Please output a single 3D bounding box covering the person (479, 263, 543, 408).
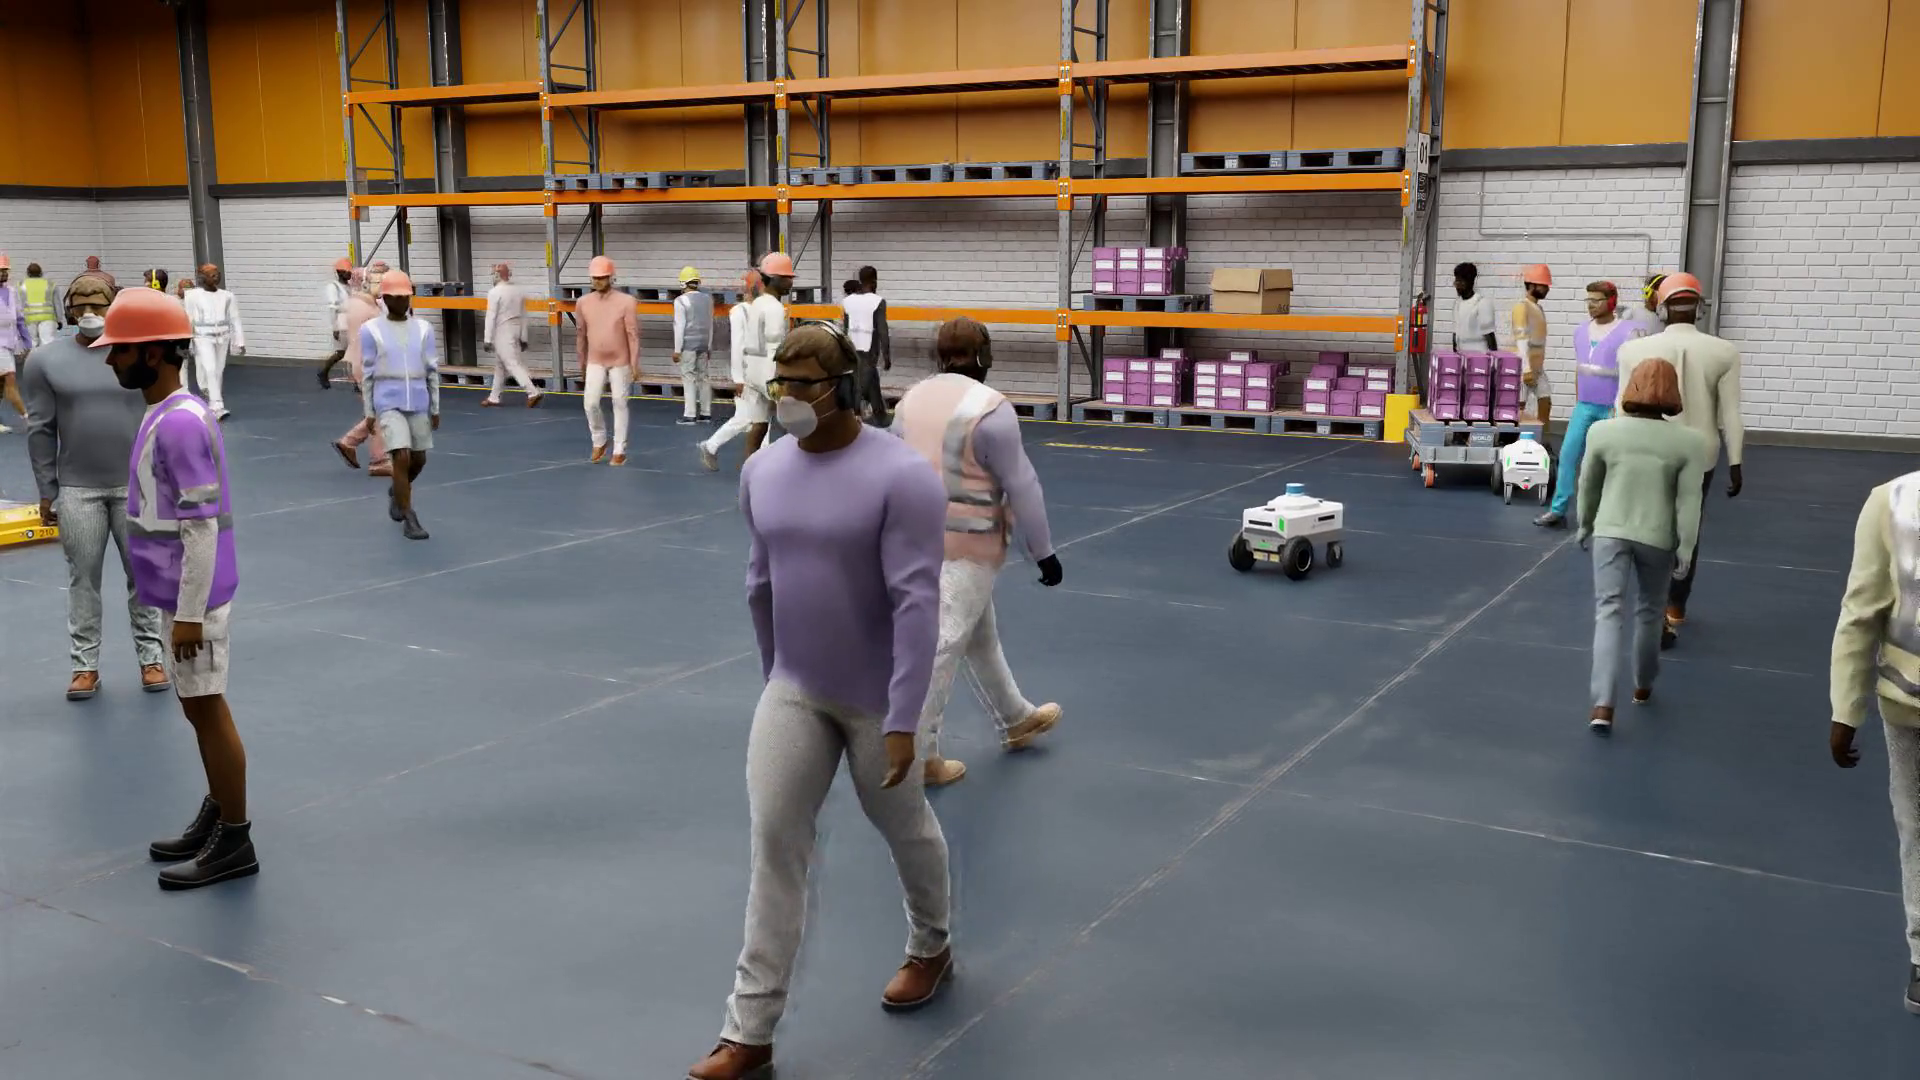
[{"bbox_3d":[-5.781,-2.610,21.299,0.996,1.863,0.647,4,11,20],"label":"person"}]

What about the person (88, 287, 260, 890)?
[{"bbox_3d":[-2.537,0.160,5.378,0.376,1.935,0.550,-5,11,-28],"label":"person"}]

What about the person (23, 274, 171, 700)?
[{"bbox_3d":[-3.919,-0.244,7.664,0.629,1.940,0.379,-4,11,-23],"label":"person"}]

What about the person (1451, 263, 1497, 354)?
[{"bbox_3d":[5.141,-1.842,16.810,1.021,1.887,0.719,-2,10,-13],"label":"person"}]

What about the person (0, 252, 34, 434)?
[{"bbox_3d":[-10.369,-2.139,18.211,0.983,2.000,0.635,2,10,10],"label":"person"}]

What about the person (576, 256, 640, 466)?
[{"bbox_3d":[-3.308,-1.669,15.642,0.623,1.976,0.440,1,10,3],"label":"person"}]

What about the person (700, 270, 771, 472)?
[{"bbox_3d":[-1.919,-1.439,14.662,0.753,1.862,0.606,5,11,25],"label":"person"}]

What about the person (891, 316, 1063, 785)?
[{"bbox_3d":[0.096,0.030,6.521,0.969,1.784,0.648,-7,12,-33],"label":"person"}]

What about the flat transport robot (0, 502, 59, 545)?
[{"bbox_3d":[-7.056,-0.143,11.813,1.431,0.197,0.652,5,11,27],"label":"flat transport robot"}]

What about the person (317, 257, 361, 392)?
[{"bbox_3d":[-8.760,-3.041,23.574,0.804,1.918,0.553,5,11,24],"label":"person"}]

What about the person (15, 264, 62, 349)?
[{"bbox_3d":[-14.869,-3.558,26.875,0.637,1.793,0.983,-5,11,-27],"label":"person"}]

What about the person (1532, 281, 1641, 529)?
[{"bbox_3d":[4.557,-0.951,12.033,0.823,1.816,0.570,-6,12,-30],"label":"person"}]

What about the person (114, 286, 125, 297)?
[{"bbox_3d":[-8.286,-1.667,16.472,0.592,1.675,0.539,-1,10,-3],"label":"person"}]

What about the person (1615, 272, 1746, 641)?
[{"bbox_3d":[3.797,-0.441,8.810,0.642,1.940,0.960,3,11,18],"label":"person"}]

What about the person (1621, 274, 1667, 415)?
[{"bbox_3d":[5.961,-1.387,14.464,0.564,1.820,0.905,-2,10,-13],"label":"person"}]

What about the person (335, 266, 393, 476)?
[{"bbox_3d":[-5.313,-1.500,14.916,0.564,1.890,0.649,-1,10,-8],"label":"person"}]

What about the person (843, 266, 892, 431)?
[{"bbox_3d":[-1.067,-2.083,18.311,0.608,1.869,1.019,9,14,42],"label":"person"}]

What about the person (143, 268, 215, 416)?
[{"bbox_3d":[-8.284,-1.936,17.514,0.661,1.845,0.529,-2,10,-9],"label":"person"}]

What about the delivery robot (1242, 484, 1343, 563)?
[{"bbox_3d":[2.124,-0.116,10.594,0.707,0.478,0.477,-9,14,-43],"label":"delivery robot"}]

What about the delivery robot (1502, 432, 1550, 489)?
[{"bbox_3d":[4.604,-0.637,13.539,0.477,0.478,0.707,3,10,16],"label":"delivery robot"}]

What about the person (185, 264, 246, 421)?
[{"bbox_3d":[-8.805,-2.336,19.756,0.615,1.845,0.912,-10,14,-44],"label":"person"}]

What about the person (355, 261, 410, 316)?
[{"bbox_3d":[-7.066,-2.457,20.328,0.665,1.888,0.566,-2,10,-12],"label":"person"}]

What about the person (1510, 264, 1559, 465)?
[{"bbox_3d":[5.352,-1.669,15.839,0.849,1.908,0.548,9,14,43],"label":"person"}]

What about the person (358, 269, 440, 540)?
[{"bbox_3d":[-4.026,-0.985,11.942,0.548,1.916,0.796,-7,12,-36],"label":"person"}]

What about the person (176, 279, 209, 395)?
[{"bbox_3d":[-10.672,-2.805,23.057,0.493,1.624,0.280,-9,13,-41],"label":"person"}]

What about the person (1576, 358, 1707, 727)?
[{"bbox_3d":[2.946,0.005,7.254,0.513,1.587,0.876,5,11,24],"label":"person"}]

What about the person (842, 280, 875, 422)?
[{"bbox_3d":[-1.206,-2.152,19.165,0.366,1.681,0.552,5,11,26],"label":"person"}]

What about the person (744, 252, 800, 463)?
[{"bbox_3d":[-1.376,-1.262,13.211,0.880,2.009,0.630,-4,11,-24],"label":"person"}]

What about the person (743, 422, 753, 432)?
[{"bbox_3d":[-2.064,-2.080,18.454,0.942,1.797,0.529,0,10,1],"label":"person"}]

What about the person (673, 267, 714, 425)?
[{"bbox_3d":[-3.124,-2.257,19.367,0.404,1.829,0.604,7,12,35],"label":"person"}]

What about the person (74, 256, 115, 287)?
[{"bbox_3d":[-14.909,-3.948,28.733,0.651,1.906,0.403,-7,12,-34],"label":"person"}]

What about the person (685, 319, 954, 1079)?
[{"bbox_3d":[-0.307,0.389,4.233,0.644,1.888,1.020,6,11,29],"label":"person"}]

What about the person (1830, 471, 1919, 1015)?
[{"bbox_3d":[2.532,0.438,4.204,0.614,1.789,0.879,6,12,31],"label":"person"}]
